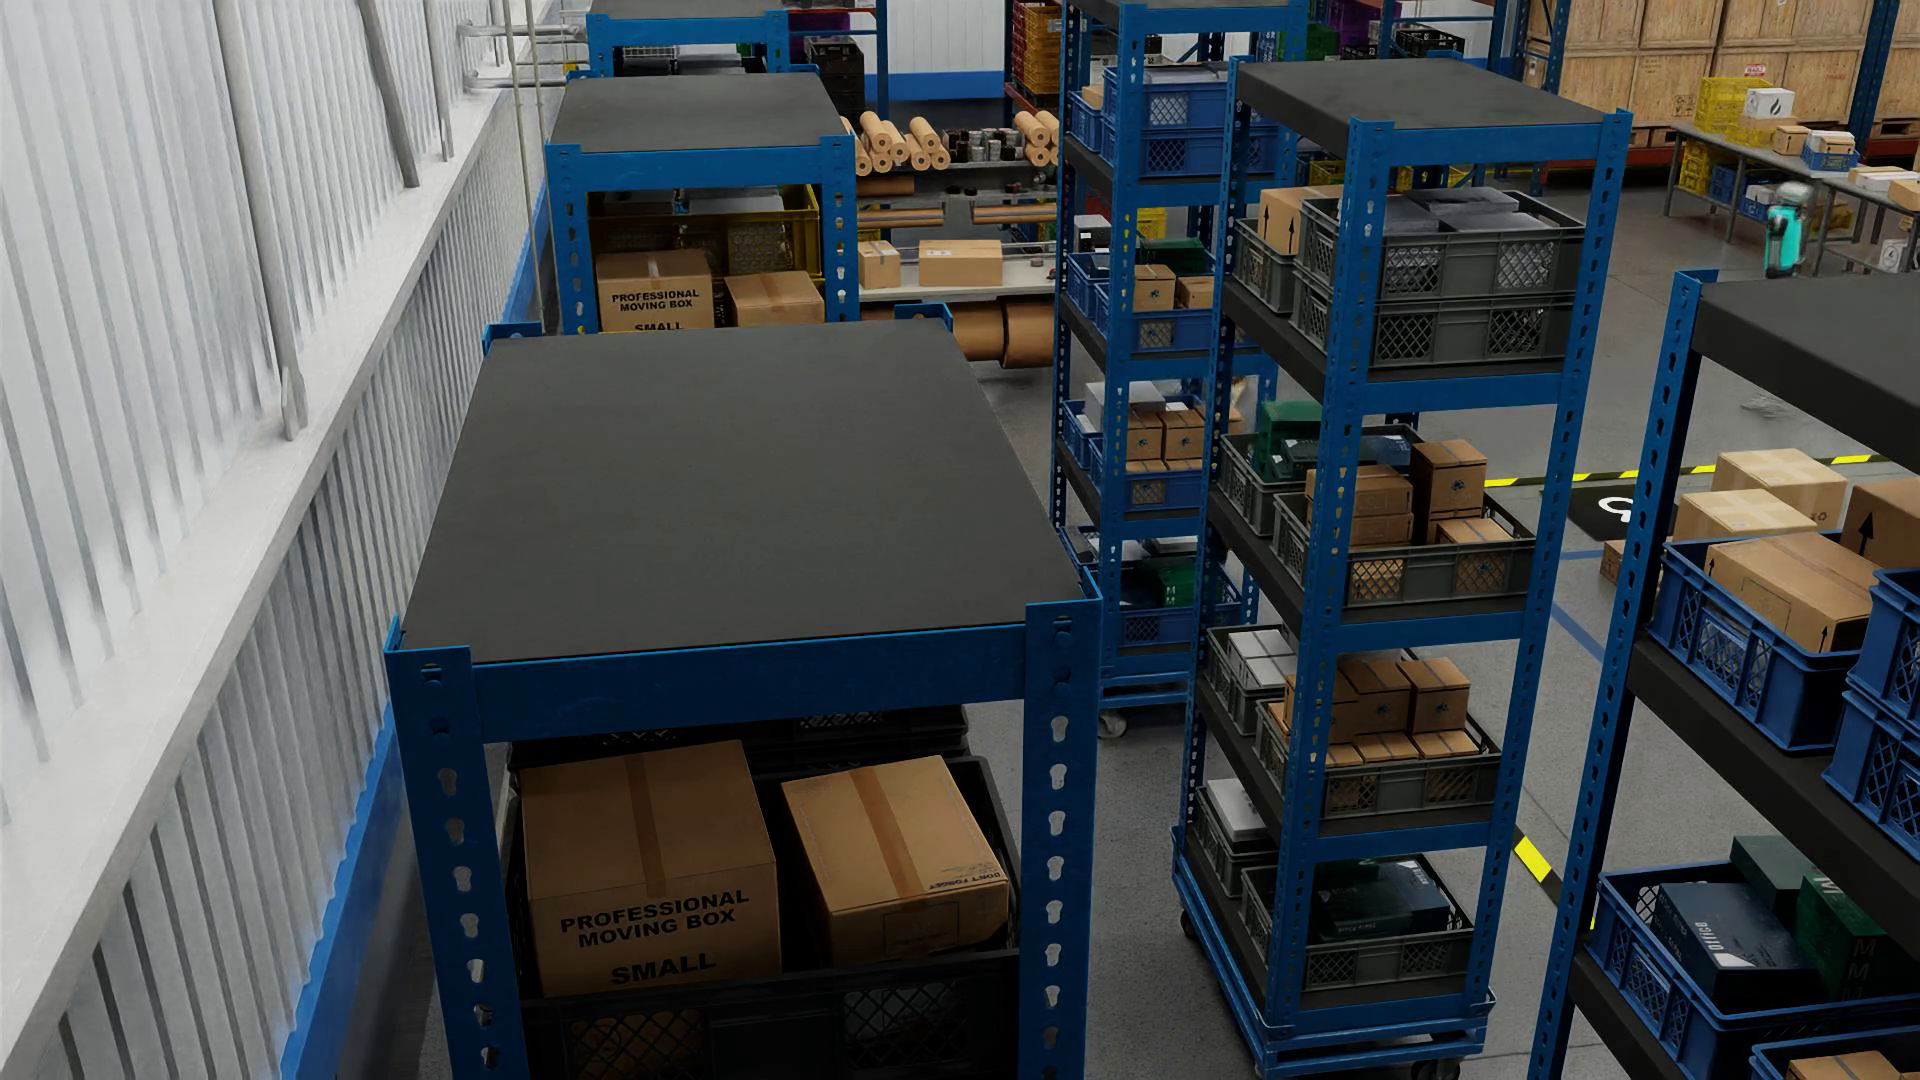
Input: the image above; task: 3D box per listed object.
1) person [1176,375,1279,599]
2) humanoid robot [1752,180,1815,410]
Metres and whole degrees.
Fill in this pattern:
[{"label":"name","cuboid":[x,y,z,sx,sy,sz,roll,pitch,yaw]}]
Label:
[{"label":"person","cuboid":[1.437,-0.355,9.223,0.588,1.819,0.856,-5,25,-11]},{"label":"humanoid robot","cuboid":[6.216,-1.766,12.220,0.735,1.677,0.533,17,30,33]}]
